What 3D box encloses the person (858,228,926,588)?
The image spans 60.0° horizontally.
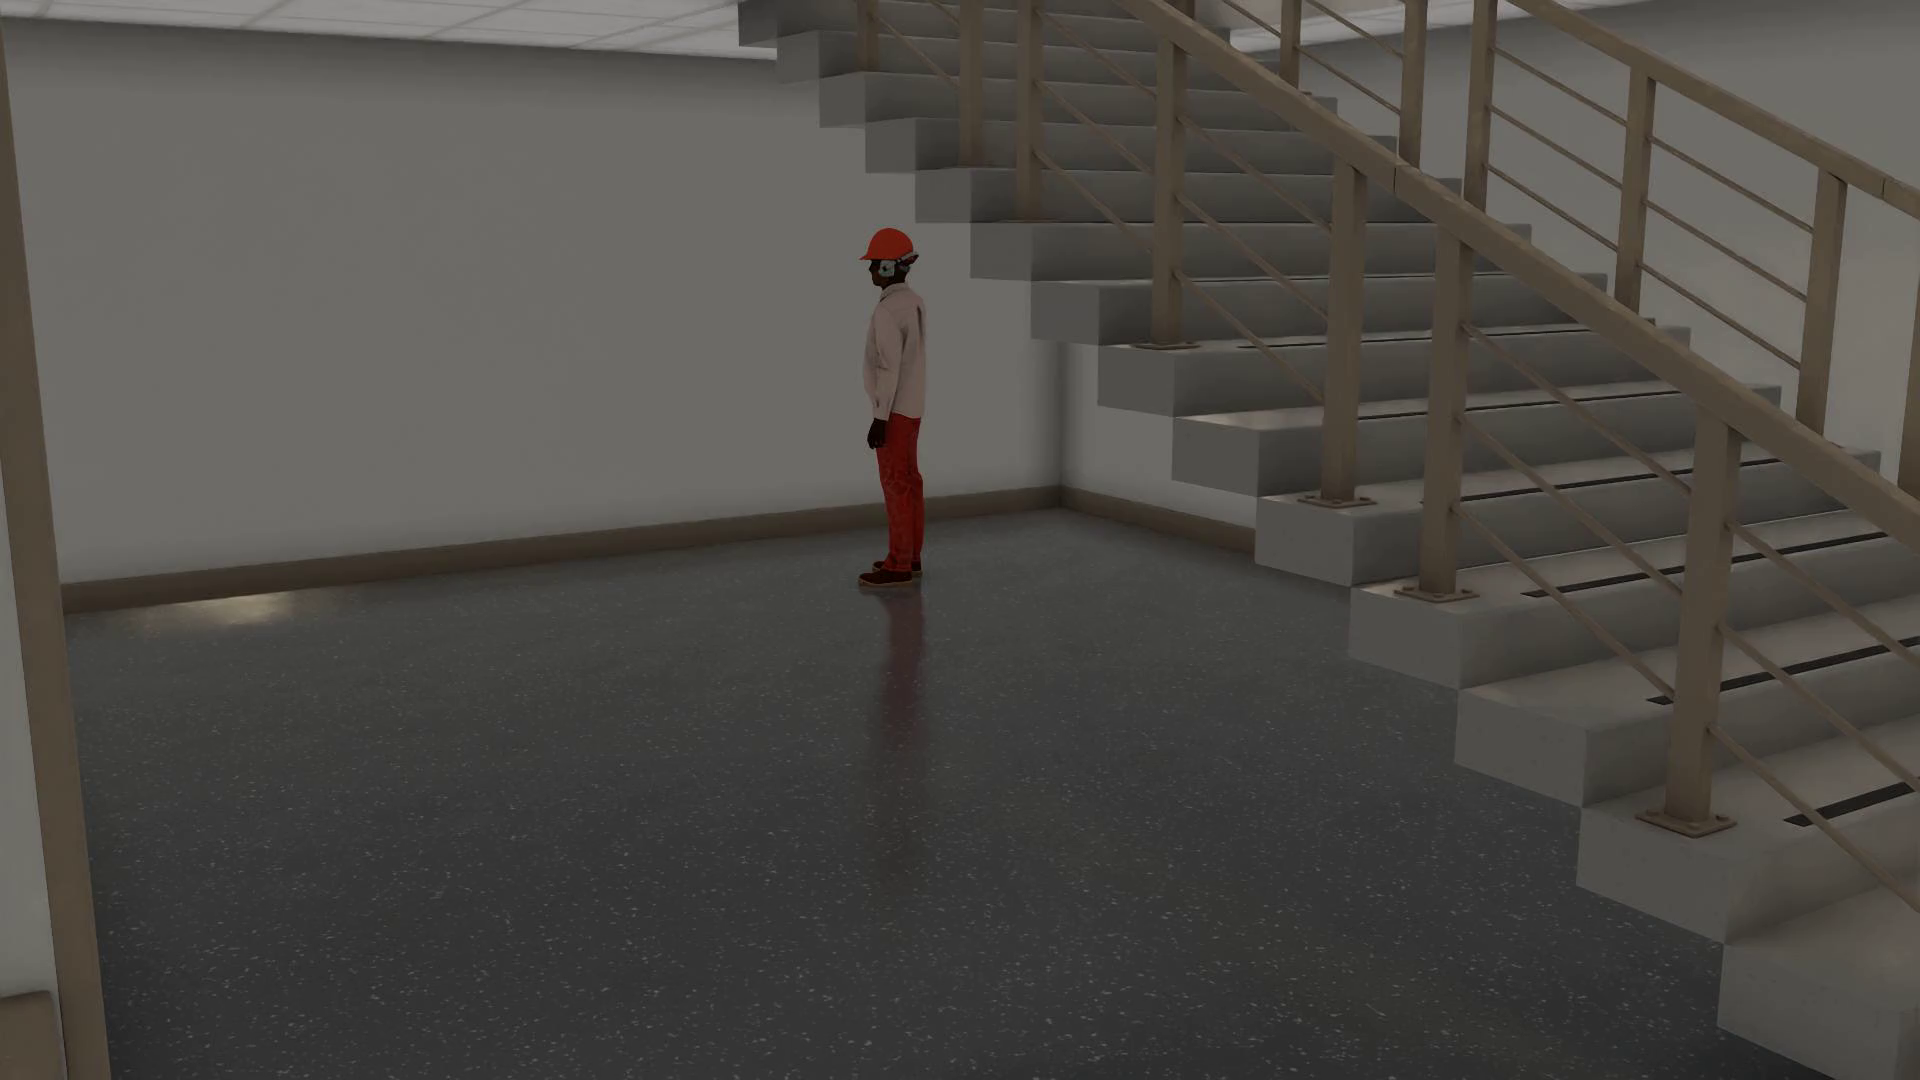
[{"bbox_3d":[-0.369,-0.730,9.302,0.376,1.995,0.612,2,11,13],"label":"person"}]
